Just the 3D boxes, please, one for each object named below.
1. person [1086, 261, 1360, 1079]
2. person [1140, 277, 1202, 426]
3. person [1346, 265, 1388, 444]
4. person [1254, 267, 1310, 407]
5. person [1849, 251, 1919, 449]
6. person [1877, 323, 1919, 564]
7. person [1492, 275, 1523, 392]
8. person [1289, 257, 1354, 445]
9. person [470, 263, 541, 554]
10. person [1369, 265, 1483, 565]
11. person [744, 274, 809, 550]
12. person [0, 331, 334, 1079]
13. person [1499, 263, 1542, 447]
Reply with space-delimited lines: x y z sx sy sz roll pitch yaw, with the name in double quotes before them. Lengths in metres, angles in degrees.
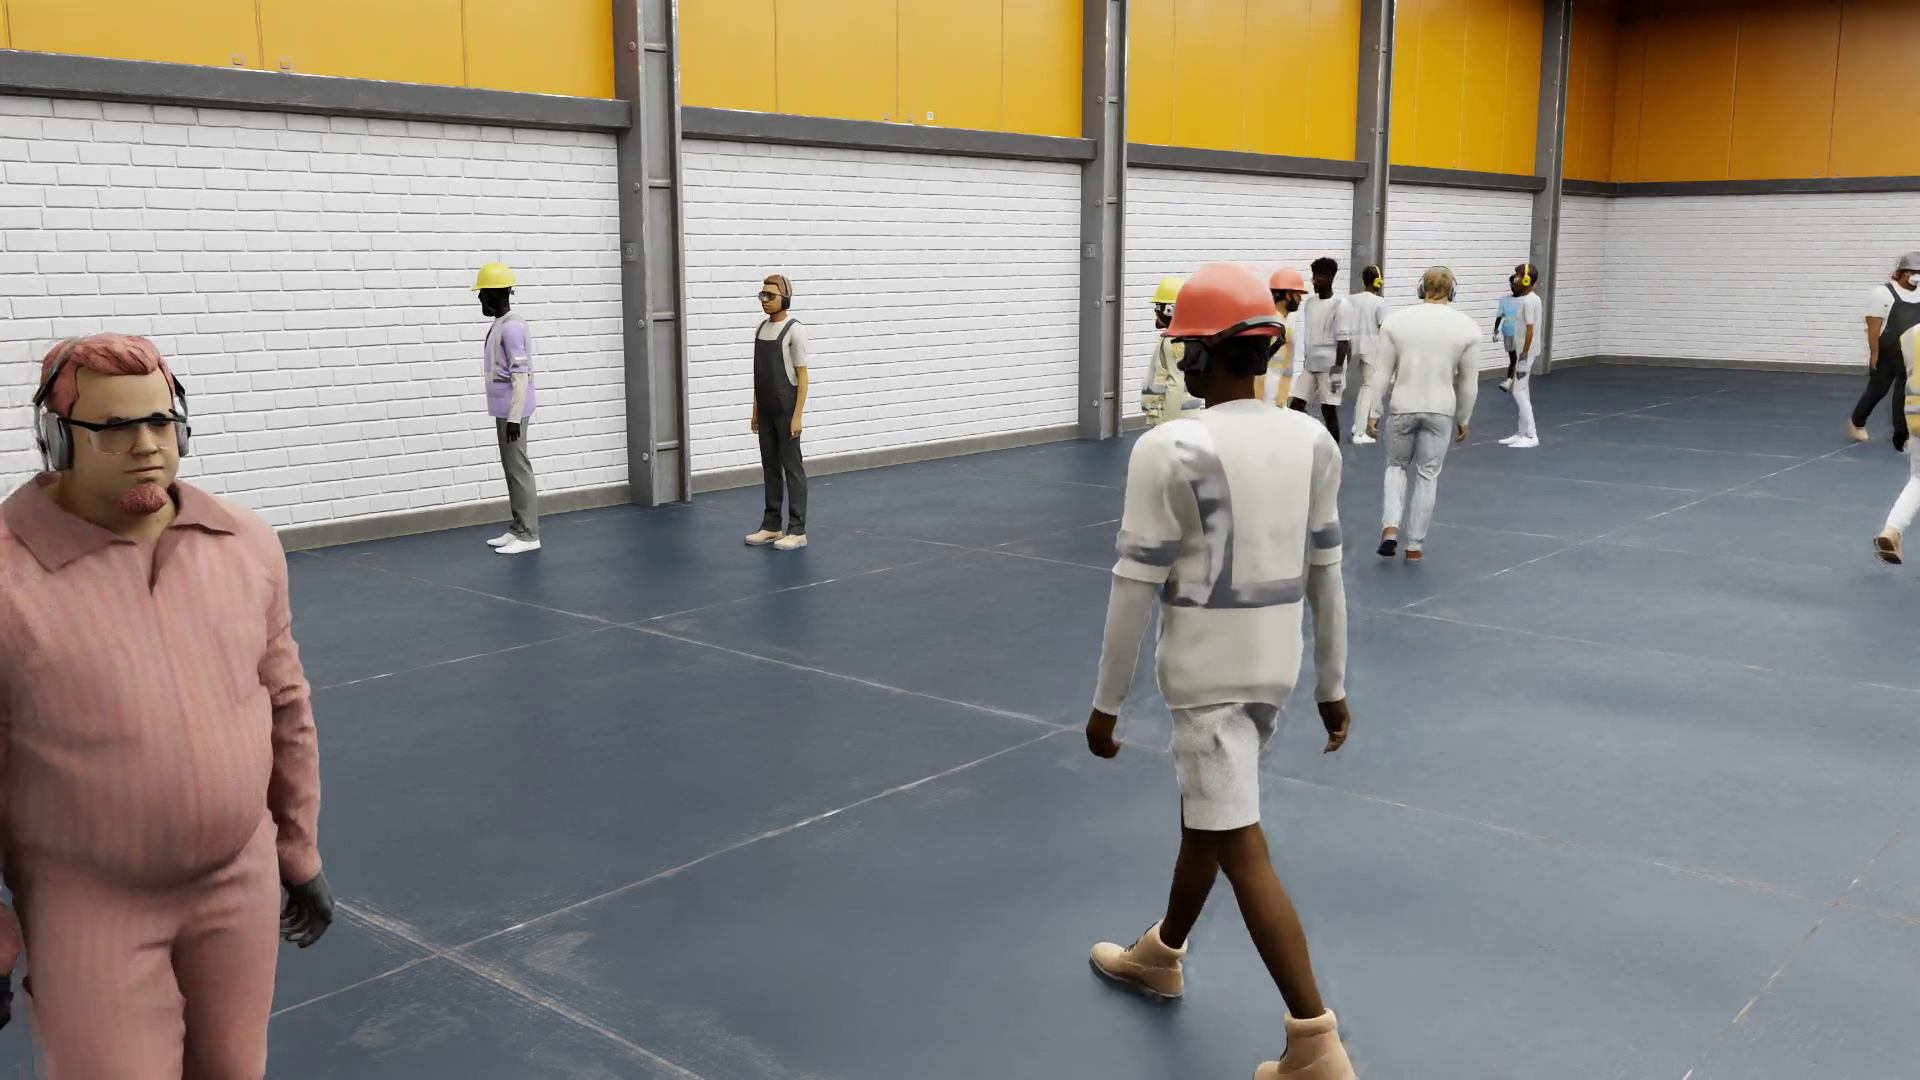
"person" 0.675 0.327 4.066 0.638 2.000 1.041 -7 12 -34
"person" 1.396 -0.816 11.020 0.404 1.830 0.601 3 10 16
"person" 4.251 -1.920 17.267 0.508 1.845 0.550 -7 12 -35
"person" 2.141 -1.005 11.936 0.880 1.903 0.542 -2 10 -11
"person" 9.531 -1.964 16.963 0.683 2.000 0.906 0 10 0
"person" 6.053 -0.677 10.242 0.490 1.833 0.626 -5 11 -26
"person" 7.813 -2.918 23.493 0.548 1.641 0.885 9 14 43
"person" 3.188 -1.536 14.792 0.539 1.943 0.635 -5 11 -27
"person" -3.019 -0.869 11.053 0.384 1.925 0.593 -4 11 -22
"person" 2.967 -0.788 10.637 0.660 1.911 0.430 3 11 18
"person" -1.230 -0.859 11.227 0.506 1.847 0.345 9 14 42
"person" -1.387 0.591 2.858 0.434 1.893 0.644 7 12 33
"person" 5.745 -1.875 16.965 0.344 1.872 0.555 4 11 22
